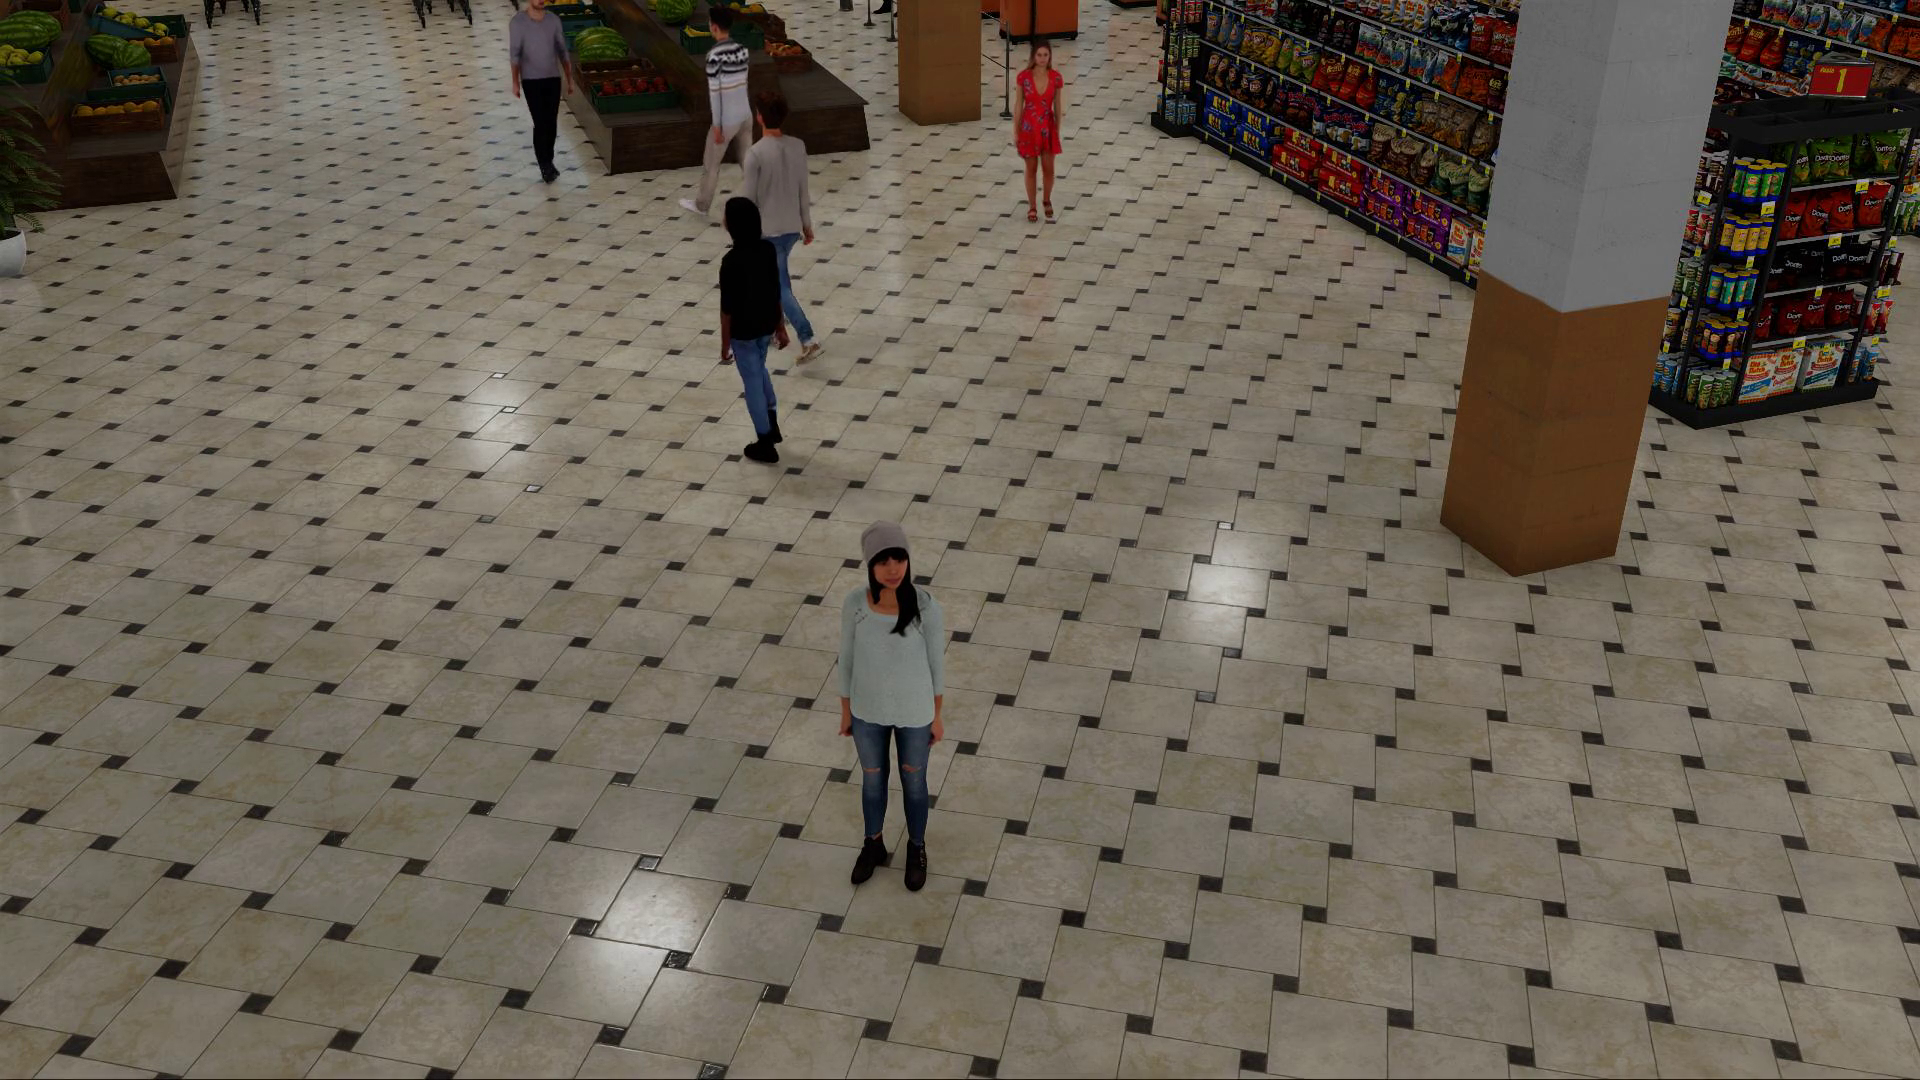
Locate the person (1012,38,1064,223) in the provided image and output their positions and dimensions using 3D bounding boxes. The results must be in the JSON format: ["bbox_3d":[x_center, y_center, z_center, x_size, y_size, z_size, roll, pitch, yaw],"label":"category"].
[{"bbox_3d":[0.672,-3.583,14.505,0.694,1.583,0.728,1,29,2],"label":"person"}]

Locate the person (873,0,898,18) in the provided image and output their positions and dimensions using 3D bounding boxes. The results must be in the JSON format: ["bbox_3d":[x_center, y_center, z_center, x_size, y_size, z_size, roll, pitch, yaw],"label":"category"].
[{"bbox_3d":[-0.907,-8.033,22.384,0.745,1.843,0.866,21,35,33],"label":"person"}]

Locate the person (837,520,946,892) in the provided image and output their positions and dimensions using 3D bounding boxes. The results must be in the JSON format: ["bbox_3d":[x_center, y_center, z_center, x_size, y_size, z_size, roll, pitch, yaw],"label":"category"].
[{"bbox_3d":[-0.271,0.673,6.652,0.647,1.639,0.648,4,29,8],"label":"person"}]

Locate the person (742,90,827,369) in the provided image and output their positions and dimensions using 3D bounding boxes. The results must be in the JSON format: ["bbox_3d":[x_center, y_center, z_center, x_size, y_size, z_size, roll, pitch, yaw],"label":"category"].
[{"bbox_3d":[-1.212,-2.105,11.503,0.977,1.864,1.317,-23,36,-36],"label":"person"}]

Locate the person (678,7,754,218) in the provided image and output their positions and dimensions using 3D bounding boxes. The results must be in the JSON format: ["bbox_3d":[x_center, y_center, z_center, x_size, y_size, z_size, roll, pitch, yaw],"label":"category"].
[{"bbox_3d":[-1.901,-3.586,14.259,1.182,1.822,1.043,19,34,31],"label":"person"}]

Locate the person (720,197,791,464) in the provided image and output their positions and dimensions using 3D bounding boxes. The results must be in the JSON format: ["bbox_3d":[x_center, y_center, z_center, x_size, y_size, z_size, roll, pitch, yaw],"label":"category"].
[{"bbox_3d":[-1.194,-1.227,10.084,0.725,1.683,0.690,23,36,36],"label":"person"}]

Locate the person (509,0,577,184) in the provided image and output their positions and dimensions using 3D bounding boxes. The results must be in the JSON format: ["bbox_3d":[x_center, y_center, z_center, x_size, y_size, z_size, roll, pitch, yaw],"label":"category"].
[{"bbox_3d":[-3.969,-4.323,15.611,0.810,1.822,0.863,-20,34,-32],"label":"person"}]
